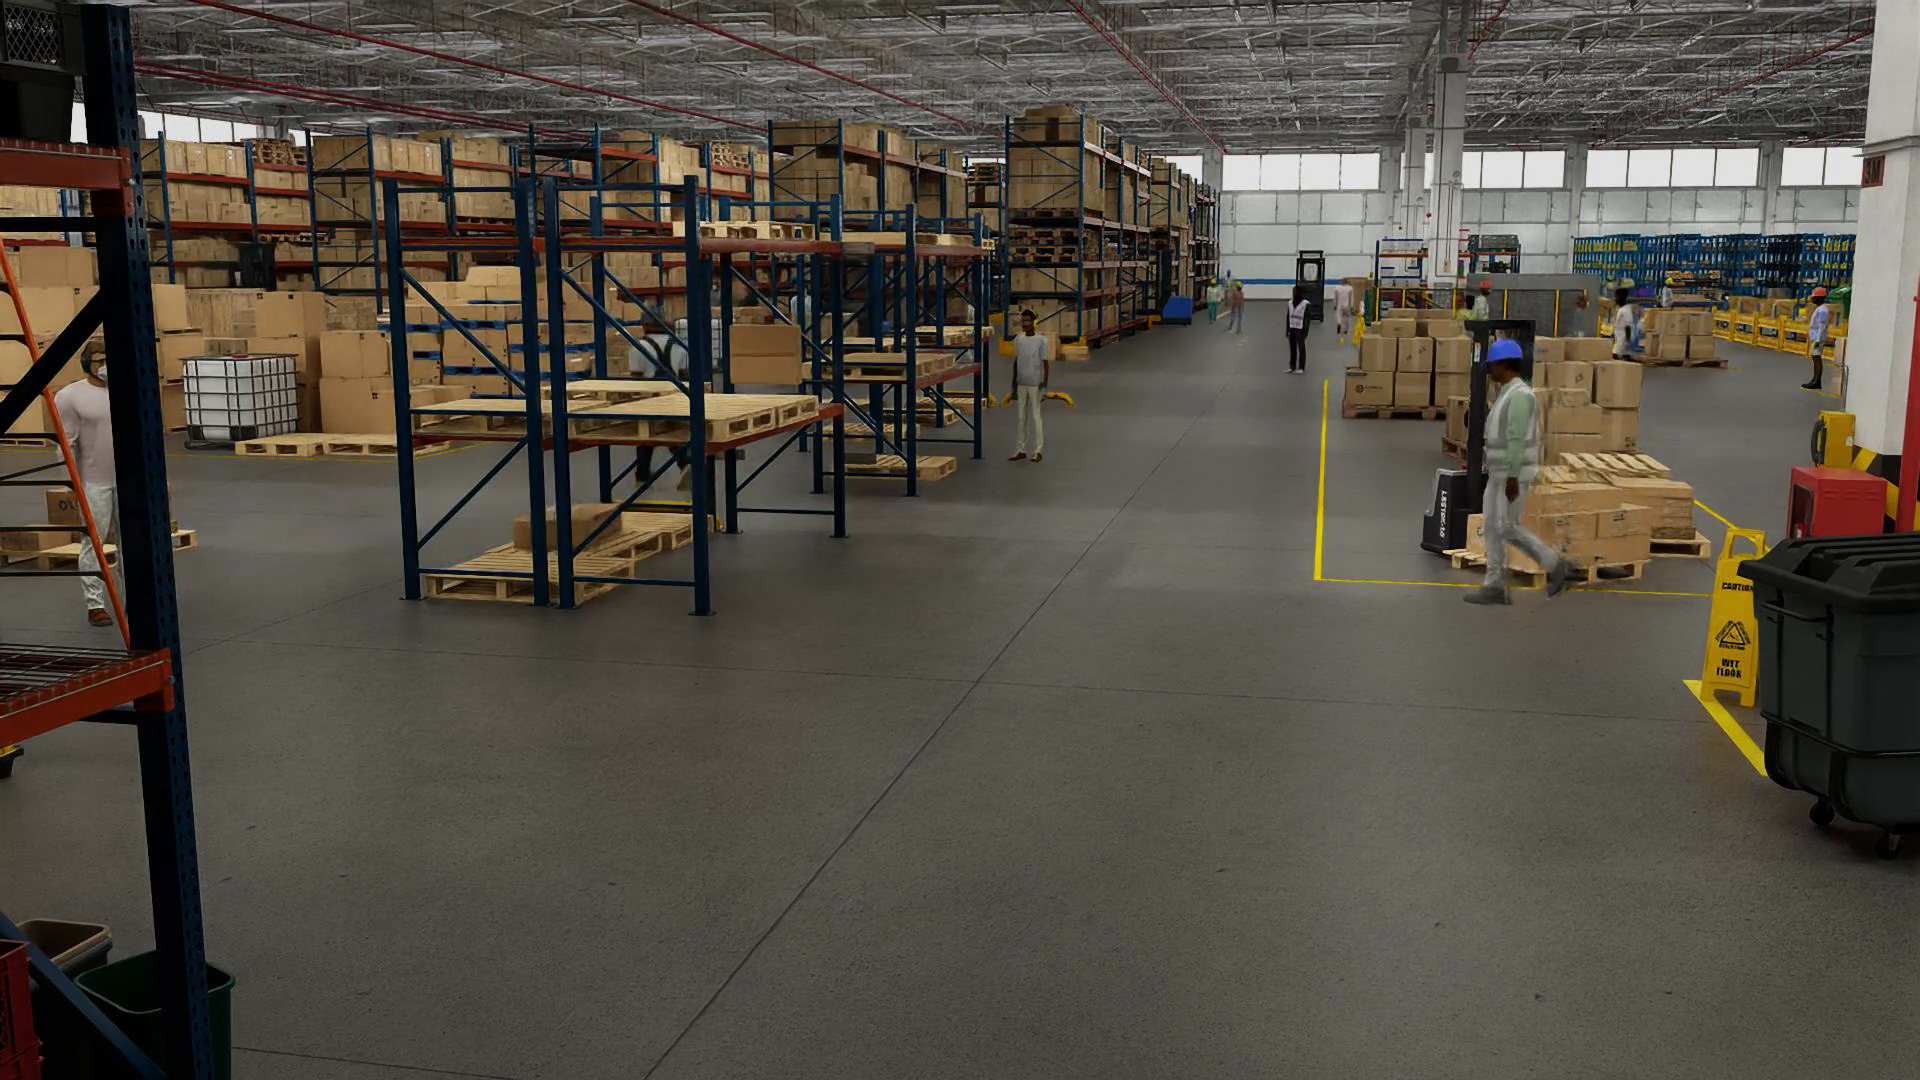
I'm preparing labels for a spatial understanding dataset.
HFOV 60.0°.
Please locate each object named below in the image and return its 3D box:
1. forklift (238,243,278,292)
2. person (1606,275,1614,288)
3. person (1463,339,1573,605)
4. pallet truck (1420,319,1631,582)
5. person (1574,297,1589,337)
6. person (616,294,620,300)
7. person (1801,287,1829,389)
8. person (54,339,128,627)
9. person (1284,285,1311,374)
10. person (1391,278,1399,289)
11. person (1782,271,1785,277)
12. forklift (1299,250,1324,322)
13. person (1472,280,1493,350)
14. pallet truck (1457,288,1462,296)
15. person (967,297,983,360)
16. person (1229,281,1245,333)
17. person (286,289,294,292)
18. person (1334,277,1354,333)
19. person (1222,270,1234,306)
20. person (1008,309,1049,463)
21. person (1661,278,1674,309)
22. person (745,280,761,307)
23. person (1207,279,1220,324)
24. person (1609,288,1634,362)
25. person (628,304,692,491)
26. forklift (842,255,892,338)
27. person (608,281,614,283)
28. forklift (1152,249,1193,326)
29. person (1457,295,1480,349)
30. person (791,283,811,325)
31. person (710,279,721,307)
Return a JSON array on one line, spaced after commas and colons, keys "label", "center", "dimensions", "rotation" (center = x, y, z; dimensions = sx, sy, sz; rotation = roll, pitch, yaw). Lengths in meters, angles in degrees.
[{"label": "forklift", "center": [-15.317, -5.115, 36.498], "dimensions": [1.873, 2.768, 1.129], "rotation": [2, 10, 12]}, {"label": "person", "center": [28.355, -10.652, 72.478], "dimensions": [0.834, 1.803, 0.599], "rotation": [3, 10, 15]}, {"label": "person", "center": [3.992, -0.477, 11.897], "dimensions": [0.659, 1.911, 0.627], "rotation": [0, 10, 0]}, {"label": "pallet truck", "center": [4.543, -0.757, 13.299], "dimensions": [0.823, 1.965, 1.885], "rotation": [-4, 10, -22]}, {"label": "person", "center": [14.202, -4.780, 38.213], "dimensions": [0.501, 1.619, 0.513], "rotation": [8, 13, 40]}, {"label": "person", "center": [-8.433, -5.240, 40.931], "dimensions": [0.524, 1.633, 0.314], "rotation": [0, 10, -1]}, {"label": "person", "center": [16.403, -3.860, 31.854], "dimensions": [0.357, 1.938, 0.542], "rotation": [3, 10, 19]}, {"label": "person", "center": [-5.792, -0.394, 11.328], "dimensions": [0.372, 1.940, 0.631], "rotation": [7, 12, 36]}, {"label": "person", "center": [7.334, -4.564, 36.079], "dimensions": [0.383, 1.918, 0.591], "rotation": [-7, 12, -38]}, {"label": "person", "center": [21.853, -12.419, 83.412], "dimensions": [0.513, 1.642, 0.313], "rotation": [2, 10, 12]}, {"label": "person", "center": [39.488, -12.007, 79.781], "dimensions": [0.380, 2.045, 0.605], "rotation": [2, 10, 10]}, {"label": "forklift", "center": [13.778, -10.002, 65.433], "dimensions": [1.129, 2.768, 1.873], "rotation": [2, 10, 12]}, {"label": "person", "center": [12.007, -5.030, 38.628], "dimensions": [1.021, 2.002, 0.621], "rotation": [3, 10, 19]}, {"label": "pallet truck", "center": [20.506, -9.785, 68.819], "dimensions": [0.653, 1.274, 1.630], "rotation": [2, 10, 12]}, {"label": "person", "center": [0.403, -5.257, 41.120], "dimensions": [0.519, 1.598, 0.850], "rotation": [-3, 10, -15]}, {"label": "person", "center": [9.314, -7.804, 55.773], "dimensions": [0.526, 1.754, 0.422], "rotation": [-7, 12, -35]}, {"label": "person", "center": [-17.488, -5.711, 43.538], "dimensions": [0.398, 1.680, 0.556], "rotation": [1, 10, 7]}, {"label": "person", "center": [12.861, -7.858, 55.688], "dimensions": [0.650, 1.894, 0.476], "rotation": [3, 10, 19]}, {"label": "person", "center": [14.171, -13.320, 87.903], "dimensions": [0.620, 1.925, 0.660], "rotation": [2, 10, 14]}, {"label": "person", "center": [0.844, -1.880, 20.322], "dimensions": [0.516, 1.873, 0.329], "rotation": [6, 11, 33]}, {"label": "person", "center": [24.679, -8.222, 58.049], "dimensions": [0.405, 1.821, 0.600], "rotation": [7, 12, 38]}, {"label": "person", "center": [-5.151, -5.357, 40.649], "dimensions": [0.871, 1.966, 0.627], "rotation": [-4, 10, -23]}, {"label": "person", "center": [9.727, -9.156, 63.832], "dimensions": [0.532, 1.729, 0.873], "rotation": [2, 10, 9]}, {"label": "person", "center": [12.672, -3.882, 32.048], "dimensions": [1.004, 1.911, 0.628], "rotation": [3, 10, 16]}, {"label": "person", "center": [-3.201, -1.526, 17.725], "dimensions": [0.687, 2.000, 0.880], "rotation": [-8, 13, -40]}, {"label": "forklift", "center": [-2.194, -5.067, 36.210], "dimensions": [1.129, 2.768, 1.873], "rotation": [2, 10, 12]}, {"label": "person", "center": [-8.820, -5.602, 42.198], "dimensions": [0.623, 1.917, 0.566], "rotation": [3, 10, 19]}, {"label": "forklift", "center": [7.646, -9.320, 61.395], "dimensions": [1.873, 2.768, 1.129], "rotation": [2, 10, 11]}, {"label": "person", "center": [11.369, -4.634, 37.166], "dimensions": [0.537, 1.686, 0.363], "rotation": [-4, 10, -23]}, {"label": "person", "center": [-3.580, -4.923, 38.152], "dimensions": [0.629, 1.937, 0.378], "rotation": [-7, 12, -35]}, {"label": "person", "center": [-6.770, -6.247, 46.041], "dimensions": [0.633, 1.922, 0.640], "rotation": [-2, 10, -9]}]
